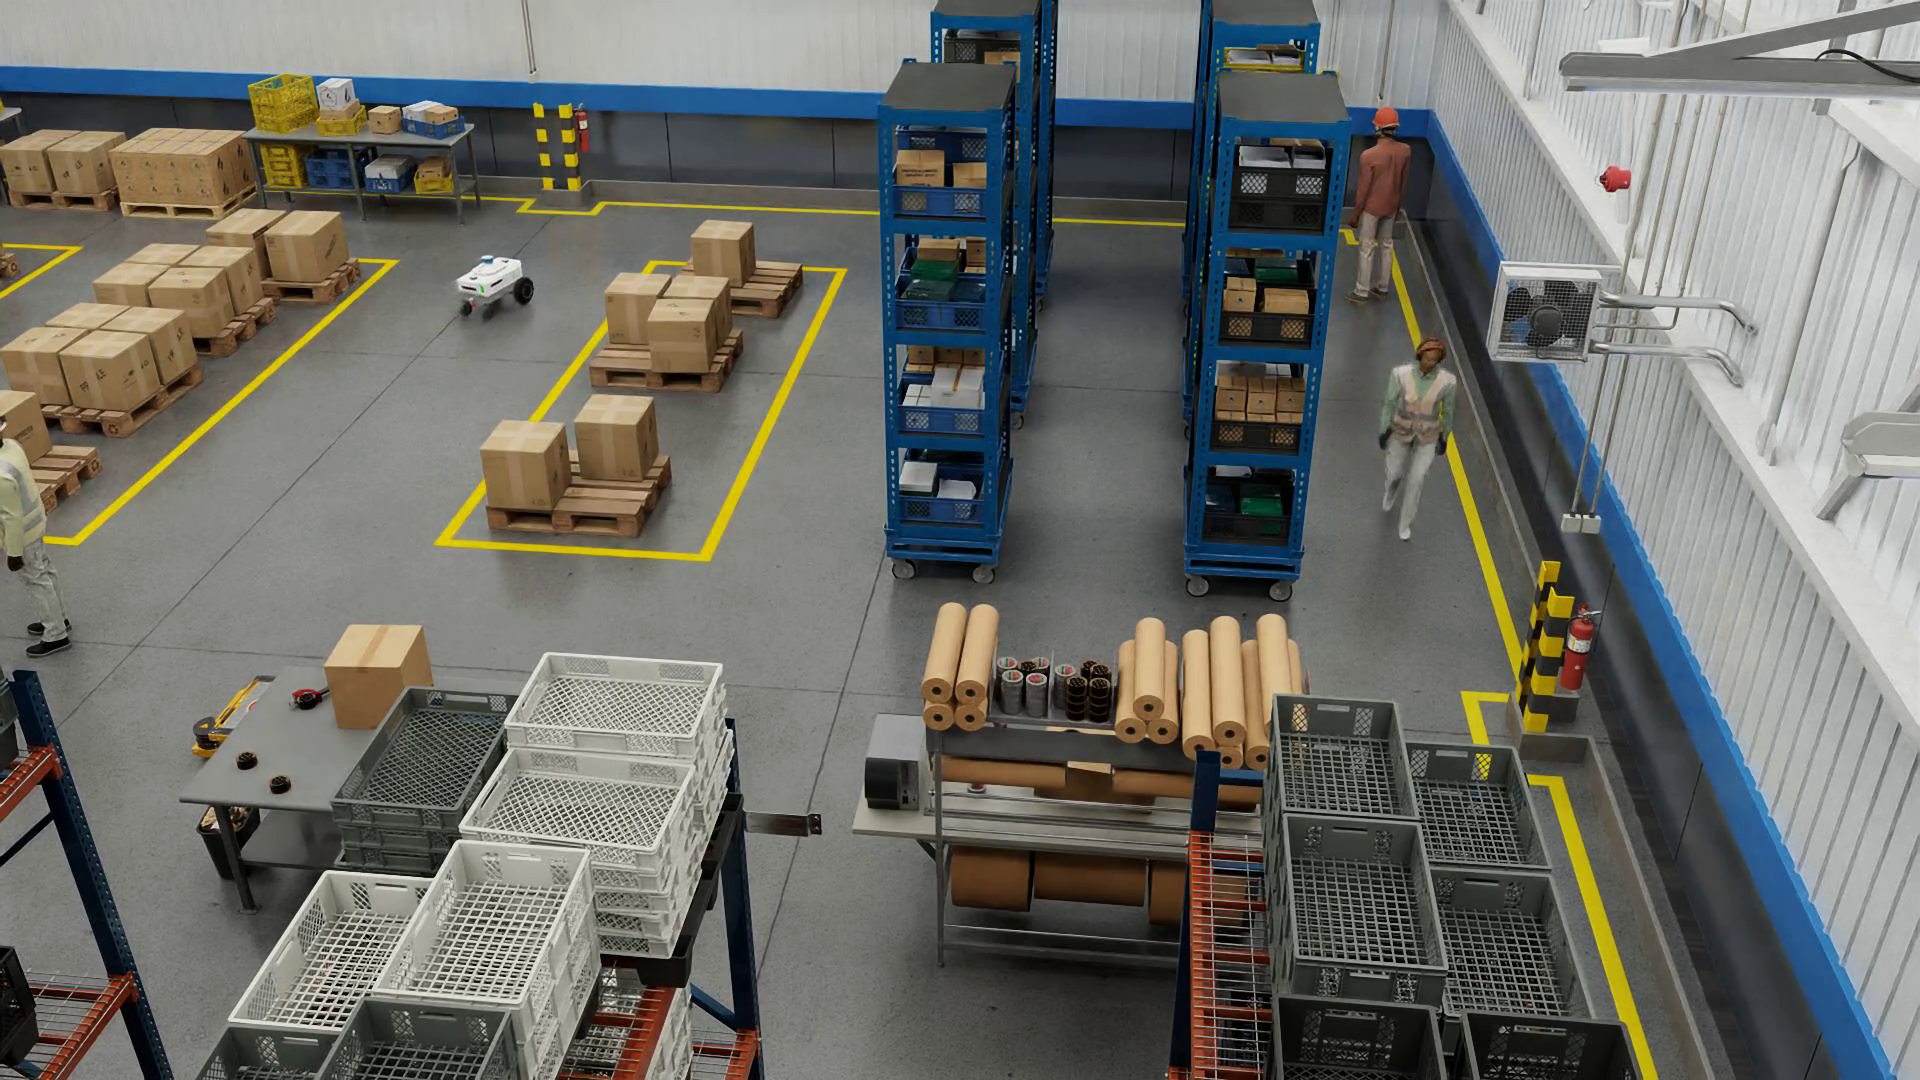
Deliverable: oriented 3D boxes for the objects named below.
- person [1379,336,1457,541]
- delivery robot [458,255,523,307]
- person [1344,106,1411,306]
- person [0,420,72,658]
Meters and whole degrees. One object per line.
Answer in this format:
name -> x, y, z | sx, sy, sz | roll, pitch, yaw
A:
person -> 3.474, -0.806, 12.695 | 0.534, 1.612, 0.452 | 8, 31, 13
delivery robot -> -4.741, -2.633, 16.798 | 0.477, 0.478, 0.707 | 12, 32, 20
person -> 4.182, -3.350, 16.700 | 0.622, 1.992, 0.397 | -14, 33, -23
person -> -6.373, -0.066, 11.218 | 0.403, 1.834, 0.587 | -11, 32, -19
